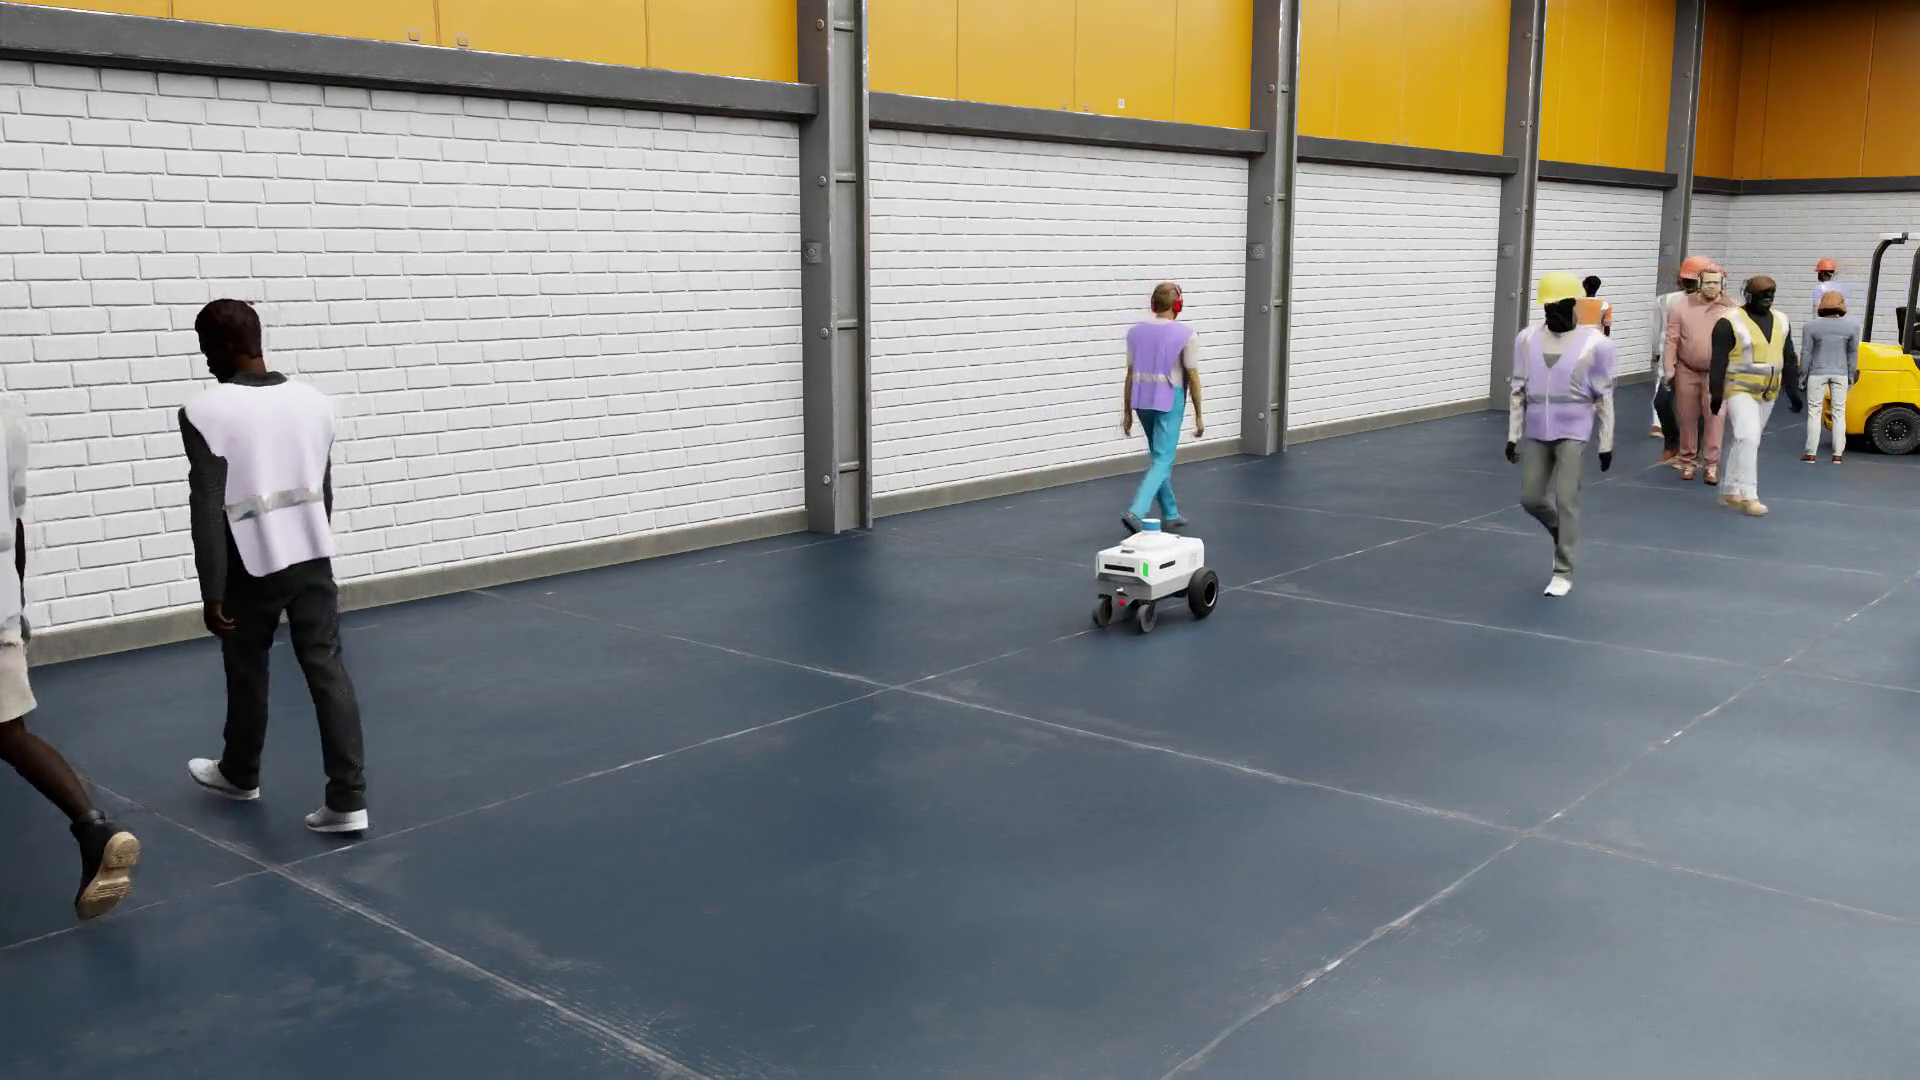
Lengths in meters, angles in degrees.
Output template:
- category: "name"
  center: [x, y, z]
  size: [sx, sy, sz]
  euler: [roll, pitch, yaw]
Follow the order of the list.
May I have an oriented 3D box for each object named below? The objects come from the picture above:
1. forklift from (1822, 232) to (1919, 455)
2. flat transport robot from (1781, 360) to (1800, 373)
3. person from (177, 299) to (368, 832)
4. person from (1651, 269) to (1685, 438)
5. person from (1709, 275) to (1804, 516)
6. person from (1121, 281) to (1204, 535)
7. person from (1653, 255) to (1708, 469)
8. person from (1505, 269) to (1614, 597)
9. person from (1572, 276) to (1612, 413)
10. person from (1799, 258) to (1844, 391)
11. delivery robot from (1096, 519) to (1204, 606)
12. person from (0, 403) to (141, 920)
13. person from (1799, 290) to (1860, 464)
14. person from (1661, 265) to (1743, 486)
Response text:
- category: "forklift"
  center: [9.955, -1.972, 16.595]
  size: [2.313, 2.155, 1.214]
  euler: [1, 10, 8]
- category: "flat transport robot"
  center: [13.387, -2.756, 26.530]
  size: [1.431, 0.197, 0.652]
  euler: [0, 10, -2]
- category: "person"
  center: [-2.438, 0.091, 5.828]
  size: [0.990, 1.852, 0.595]
  euler: [7, 12, 36]
- category: "person"
  center: [7.732, -2.017, 17.890]
  size: [0.587, 1.835, 0.985]
  euler: [9, 13, 41]
- category: "person"
  center: [6.125, -1.101, 12.701]
  size: [0.643, 1.810, 0.776]
  euler: [-3, 10, -18]
- category: "person"
  center: [1.388, -0.914, 11.694]
  size: [0.573, 1.801, 0.932]
  euler: [8, 13, 38]
- category: "person"
  center: [6.654, -1.614, 15.229]
  size: [0.493, 1.962, 0.613]
  euler: [-6, 11, -29]
- category: "person"
  center: [3.582, -0.643, 9.847]
  size: [0.622, 1.902, 0.623]
  euler: [-10, 14, -44]
- category: "person"
  center: [7.736, -2.405, 20.498]
  size: [0.534, 1.691, 0.318]
  euler: [2, 10, 13]
- category: "person"
  center: [12.116, -2.986, 23.264]
  size: [0.566, 1.890, 1.003]
  euler: [-4, 11, -19]
- category: "delivery robot"
  center: [1.035, 0.128, 9.038]
  size: [0.477, 0.478, 0.707]
  euler: [7, 12, 34]
- category: "person"
  center: [-2.898, 0.216, 4.843]
  size: [0.844, 1.943, 0.613]
  euler: [3, 10, 15]
- category: "person"
  center: [8.179, -1.534, 15.695]
  size: [0.501, 1.633, 0.289]
  euler: [3, 10, 15]
- category: "person"
  center: [6.385, -1.418, 14.342]
  size: [0.636, 1.875, 0.765]
  euler: [5, 11, 26]
